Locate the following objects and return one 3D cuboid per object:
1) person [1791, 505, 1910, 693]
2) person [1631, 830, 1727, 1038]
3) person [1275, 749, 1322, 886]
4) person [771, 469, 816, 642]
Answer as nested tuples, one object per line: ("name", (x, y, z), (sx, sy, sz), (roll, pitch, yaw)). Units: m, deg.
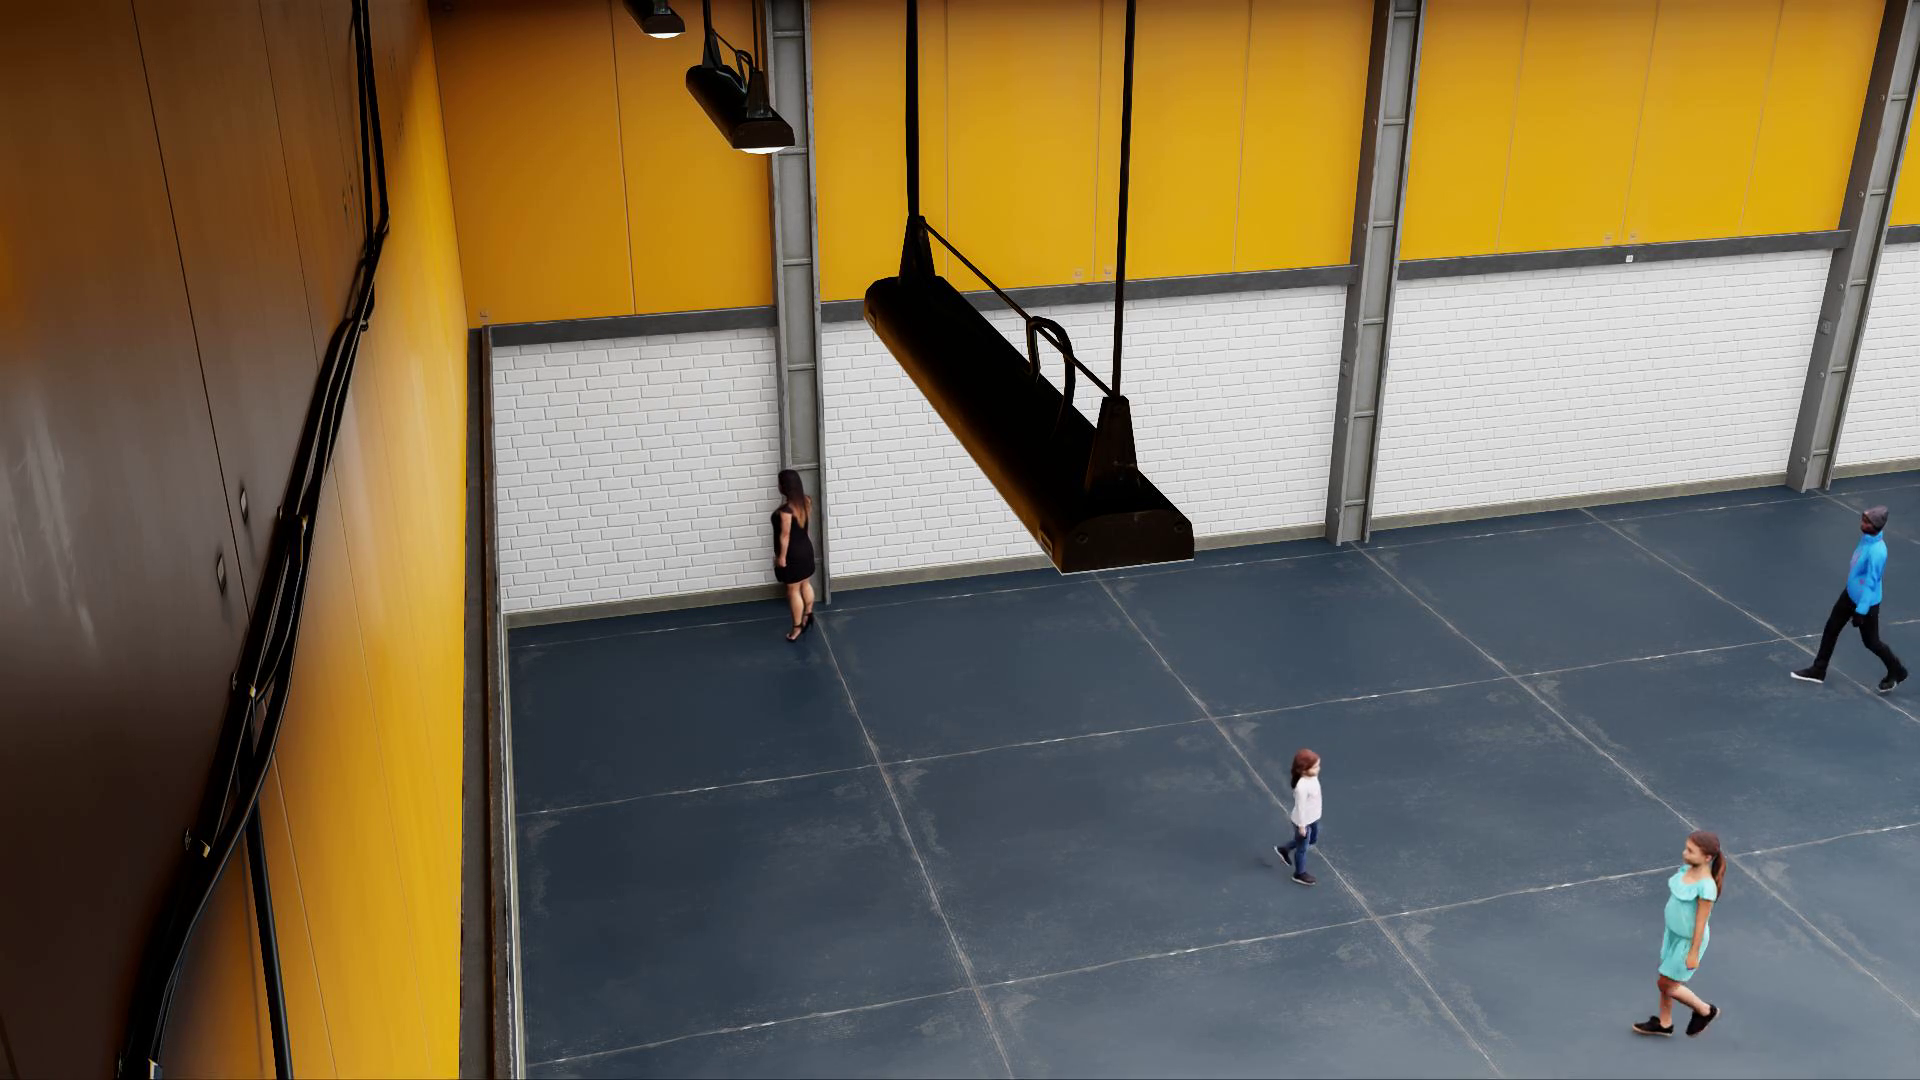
("person", (8.139, 0.557, 14.813), (1.253, 1.759, 0.919), (2, 24, 5))
("person", (4.672, 2.528, 10.559), (0.816, 1.554, 0.688), (1, 24, 3))
("person", (2.503, 2.023, 12.279), (0.668, 1.101, 0.614), (14, 27, 30))
("person", (-1.558, 0.136, 15.827), (0.793, 1.716, 0.751), (10, 26, 22))
